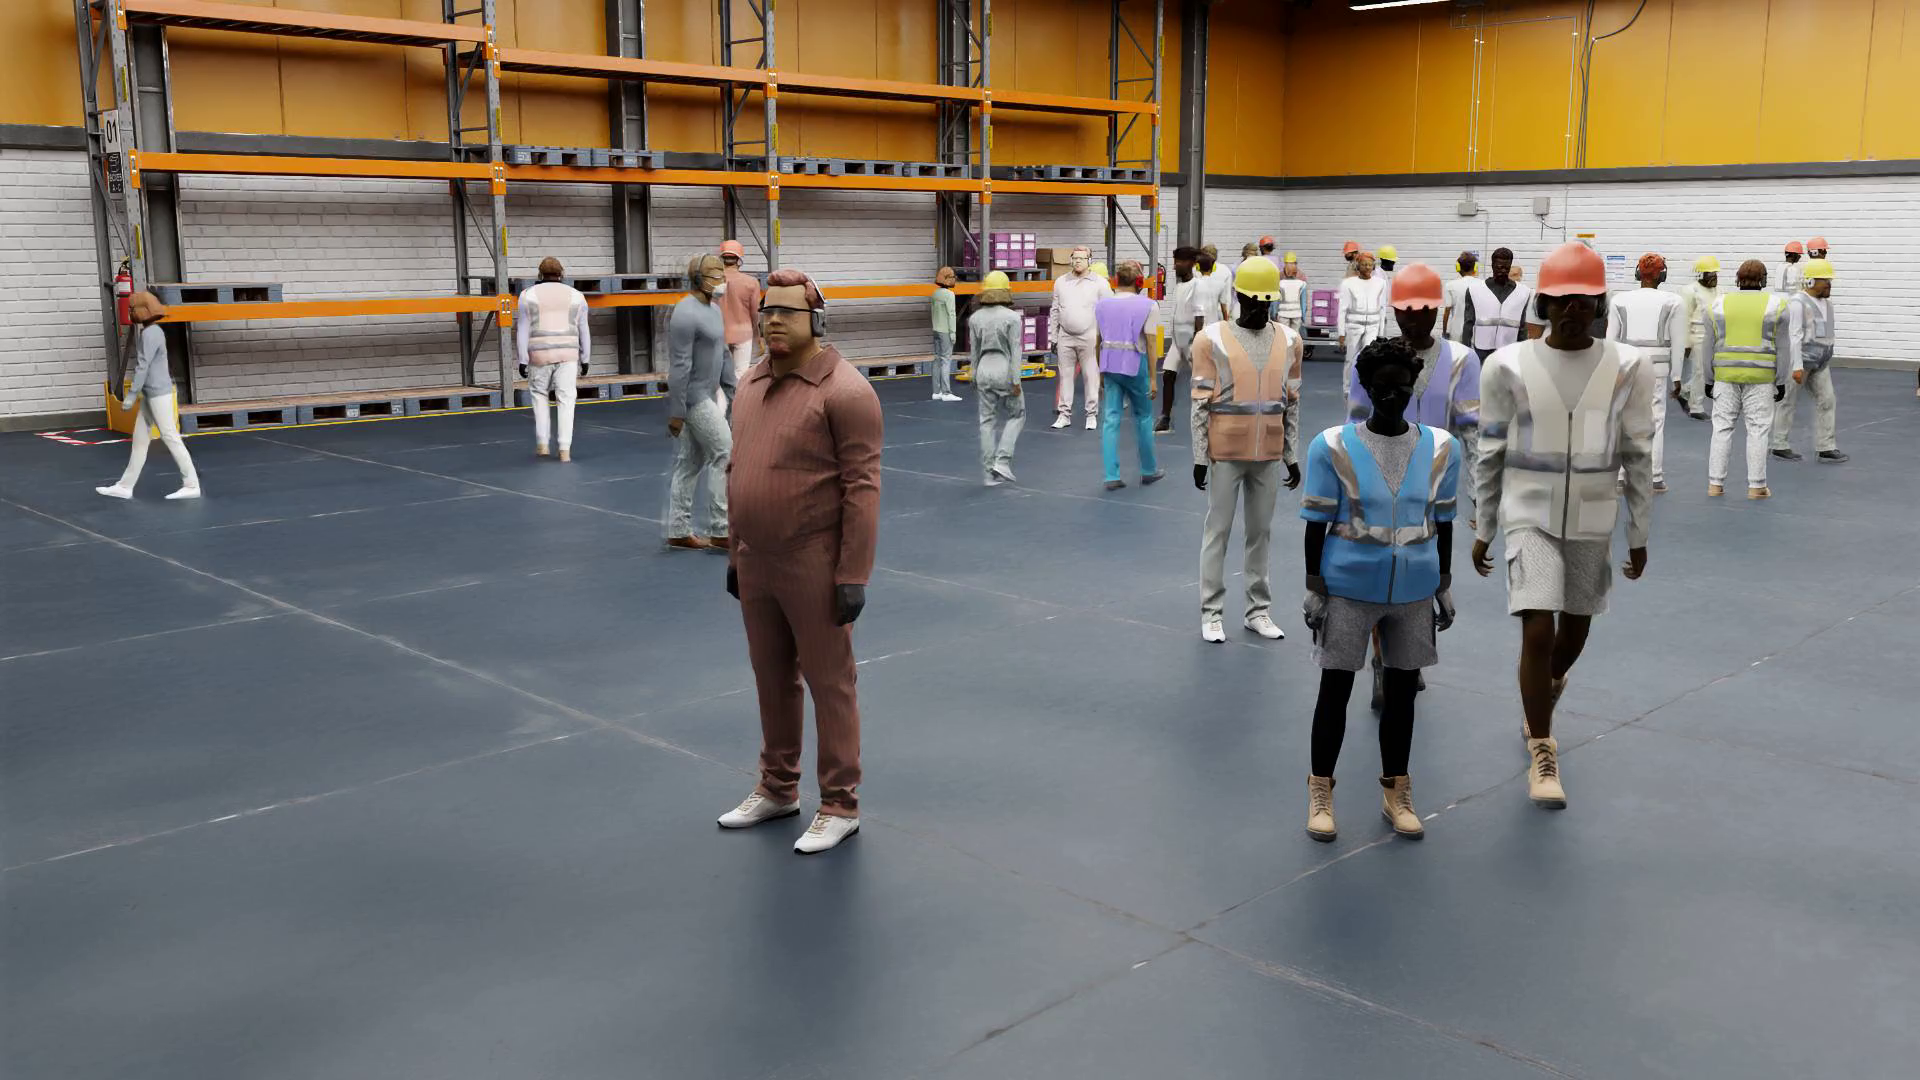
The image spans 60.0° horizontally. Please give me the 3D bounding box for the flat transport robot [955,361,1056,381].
[{"bbox_3d":[0.644,-2.352,23.197,0.652,0.197,1.431,9,14,40],"label":"flat transport robot"}]

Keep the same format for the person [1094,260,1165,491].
[{"bbox_3d":[1.393,-1.326,13.382,0.602,1.809,0.840,6,12,31],"label":"person"}]

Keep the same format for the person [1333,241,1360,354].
[{"bbox_3d":[6.569,-4.084,28.155,0.702,1.910,0.580,0,10,-2],"label":"person"}]

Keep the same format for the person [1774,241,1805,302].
[{"bbox_3d":[12.612,-3.577,25.362,0.380,1.930,0.543,0,10,-1],"label":"person"}]

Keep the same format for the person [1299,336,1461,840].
[{"bbox_3d":[1.396,0.170,5.553,0.540,1.695,0.317,0,10,-2],"label":"person"}]

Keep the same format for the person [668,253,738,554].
[{"bbox_3d":[-1.554,-0.851,10.556,0.758,1.909,0.625,1,10,3],"label":"person"}]

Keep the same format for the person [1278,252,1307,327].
[{"bbox_3d":[5.645,-4.036,28.389,0.529,1.742,0.442,10,14,42],"label":"person"}]

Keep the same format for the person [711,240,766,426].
[{"bbox_3d":[-2.298,-2.056,16.952,0.623,1.974,0.451,2,11,12],"label":"person"}]

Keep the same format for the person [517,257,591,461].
[{"bbox_3d":[-3.690,-1.644,15.098,0.664,1.819,0.681,-4,11,-20],"label":"person"}]

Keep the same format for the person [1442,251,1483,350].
[{"bbox_3d":[5.600,-2.265,18.409,0.536,1.849,0.714,2,11,9],"label":"person"}]

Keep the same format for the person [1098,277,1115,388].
[{"bbox_3d":[1.772,-2.741,21.682,0.525,1.605,0.822,5,11,24],"label":"person"}]

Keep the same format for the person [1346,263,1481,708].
[{"bbox_3d":[1.955,-0.221,7.139,0.564,1.898,0.884,1,10,6],"label":"person"}]

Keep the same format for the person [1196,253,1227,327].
[{"bbox_3d":[2.929,-2.519,19.904,0.552,1.817,1.000,2,11,13],"label":"person"}]

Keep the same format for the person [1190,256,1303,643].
[{"bbox_3d":[1.435,-0.444,8.300,0.585,1.919,0.374,-3,11,-14],"label":"person"}]

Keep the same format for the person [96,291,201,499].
[{"bbox_3d":[-6.237,-1.088,12.697,0.737,1.597,0.508,-5,11,-25],"label":"person"}]

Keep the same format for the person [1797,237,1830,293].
[{"bbox_3d":[11.760,-3.178,22.991,0.375,1.997,0.612,6,12,28],"label":"person"}]

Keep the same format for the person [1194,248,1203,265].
[{"bbox_3d":[3.872,-3.818,26.988,0.496,1.814,0.939,9,14,41],"label":"person"}]

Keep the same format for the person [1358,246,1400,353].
[{"bbox_3d":[5.880,-3.206,23.513,0.713,1.882,0.610,3,11,16],"label":"person"}]

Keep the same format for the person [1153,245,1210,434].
[{"bbox_3d":[2.384,-2.041,16.998,0.963,1.933,0.614,-5,12,-27],"label":"person"}]

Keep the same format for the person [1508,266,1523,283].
[{"bbox_3d":[7.503,-2.955,22.857,0.353,1.609,0.531,-1,10,-6],"label":"person"}]

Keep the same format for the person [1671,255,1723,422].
[{"bbox_3d":[8.079,-2.203,18.180,0.603,1.810,0.510,-7,12,-32],"label":"person"}]

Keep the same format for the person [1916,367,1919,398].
[{"bbox_3d":[12.073,-2.582,20.561,0.319,1.697,0.533,3,11,16],"label":"person"}]

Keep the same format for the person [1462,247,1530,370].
[{"bbox_3d":[4.860,-1.693,15.124,0.589,1.915,0.393,0,10,3],"label":"person"}]

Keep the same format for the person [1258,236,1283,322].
[{"bbox_3d":[5.364,-4.333,29.313,0.612,1.989,1.023,-3,11,-17],"label":"person"}]

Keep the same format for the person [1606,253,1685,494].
[{"bbox_3d":[5.376,-1.305,13.086,0.585,1.882,0.337,7,12,32],"label":"person"}]

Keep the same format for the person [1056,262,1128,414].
[{"bbox_3d":[1.471,-2.274,18.834,0.906,1.715,0.530,-7,13,-34],"label":"person"}]

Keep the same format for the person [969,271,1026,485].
[{"bbox_3d":[0.306,-1.305,13.467,0.497,1.729,0.384,6,12,30],"label":"person"}]

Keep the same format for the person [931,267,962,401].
[{"bbox_3d":[-0.187,-2.529,20.441,0.284,1.633,0.501,-5,12,-27],"label":"person"}]

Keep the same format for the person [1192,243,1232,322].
[{"bbox_3d":[3.569,-3.260,23.692,0.634,1.912,0.781,-2,11,-10],"label":"person"}]

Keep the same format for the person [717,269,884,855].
[{"bbox_3d":[-0.560,0.069,5.517,0.651,1.913,0.410,9,14,41],"label":"person"}]

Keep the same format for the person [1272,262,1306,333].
[{"bbox_3d":[4.964,-3.359,25.013,0.518,1.623,0.600,-1,10,-3],"label":"person"}]

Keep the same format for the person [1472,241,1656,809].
[{"bbox_3d":[2.225,-0.097,6.192,0.619,2.011,0.958,2,11,11],"label":"person"}]

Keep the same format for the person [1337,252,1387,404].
[{"bbox_3d":[4.737,-2.486,19.678,0.592,1.838,1.001,0,10,-2],"label":"person"}]

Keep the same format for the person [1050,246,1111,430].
[{"bbox_3d":[1.241,-2.110,17.405,0.642,1.913,0.409,4,11,20],"label":"person"}]

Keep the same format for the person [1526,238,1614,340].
[{"bbox_3d":[4.971,-1.482,13.624,0.719,2.000,0.750,-1,10,-3],"label":"person"}]

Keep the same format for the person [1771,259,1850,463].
[{"bbox_3d":[7.587,-1.566,14.705,0.616,1.804,0.774,-5,12,-27],"label":"person"}]

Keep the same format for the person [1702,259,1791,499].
[{"bbox_3d":[6.051,-1.235,12.826,0.627,1.843,0.429,7,13,34],"label":"person"}]

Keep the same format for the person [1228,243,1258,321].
[{"bbox_3d":[4.296,-3.480,24.887,0.628,1.913,0.492,2,11,11],"label":"person"}]
